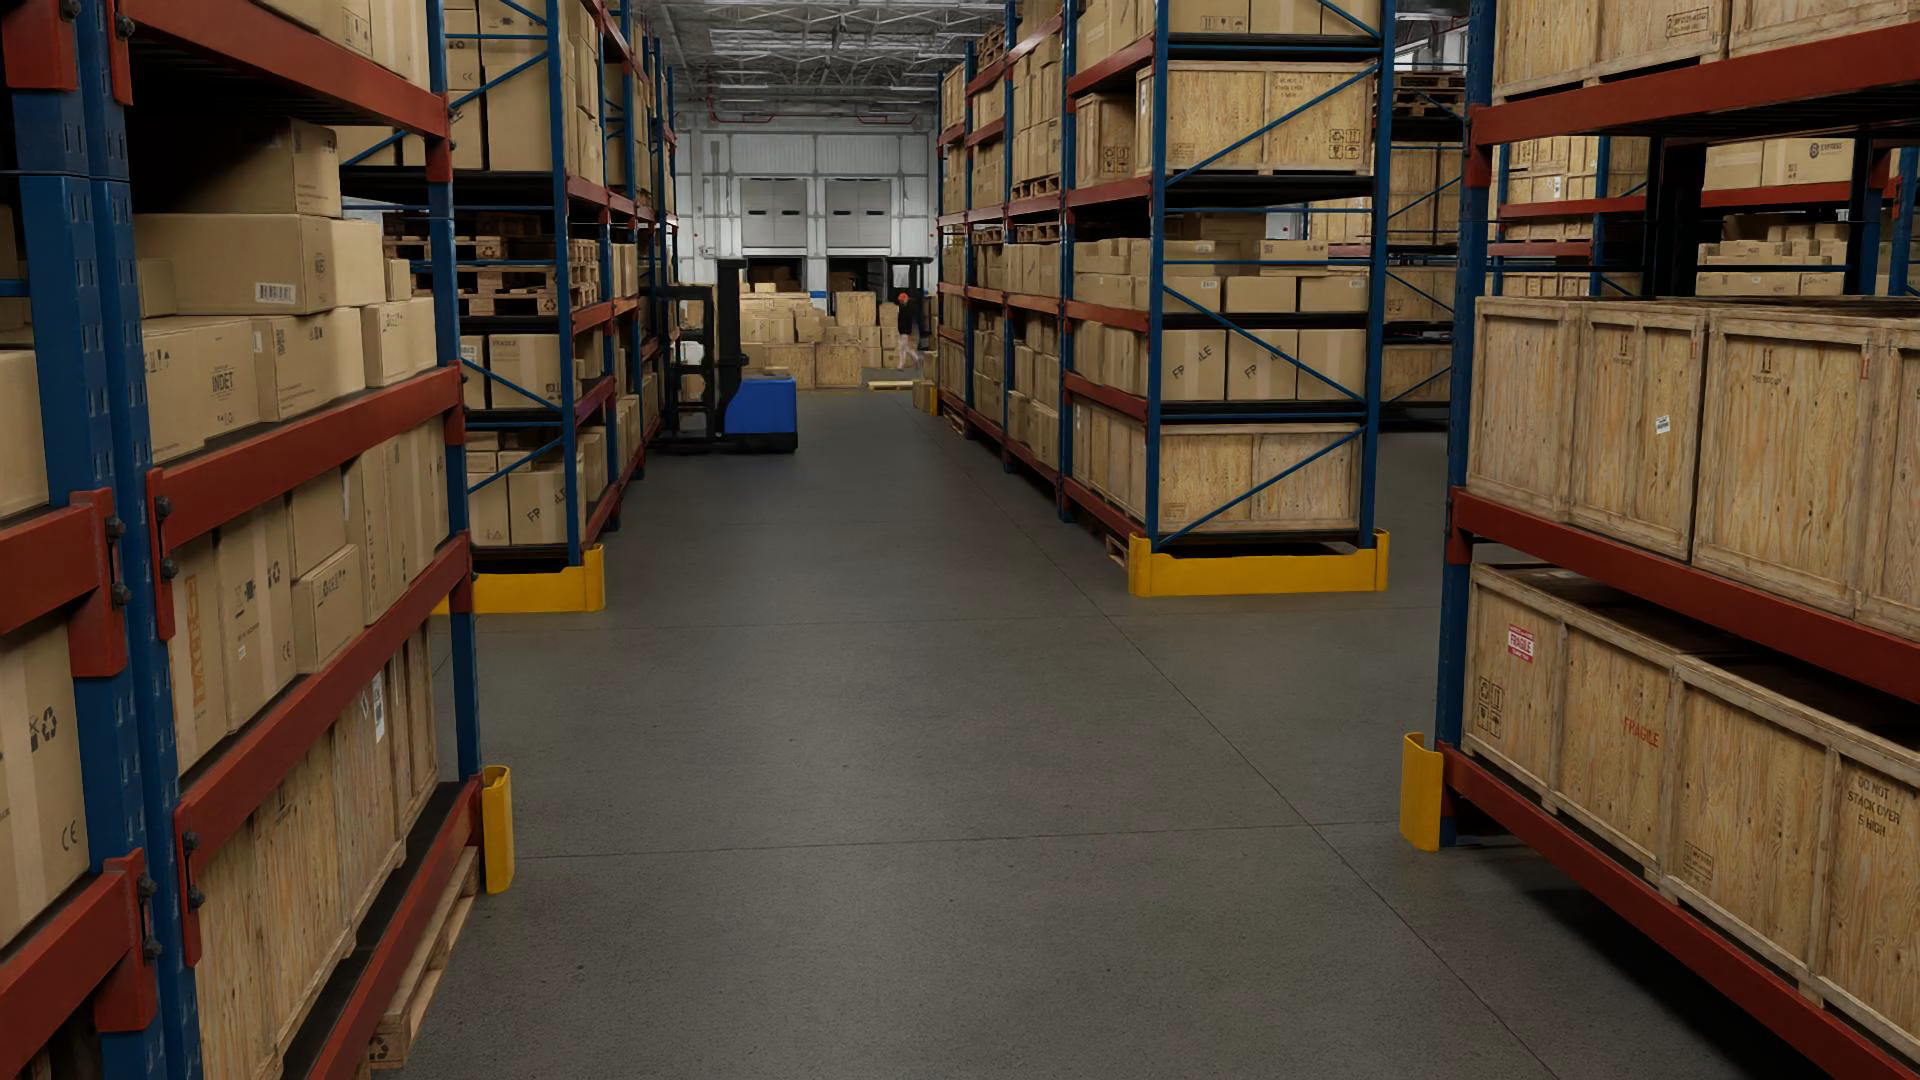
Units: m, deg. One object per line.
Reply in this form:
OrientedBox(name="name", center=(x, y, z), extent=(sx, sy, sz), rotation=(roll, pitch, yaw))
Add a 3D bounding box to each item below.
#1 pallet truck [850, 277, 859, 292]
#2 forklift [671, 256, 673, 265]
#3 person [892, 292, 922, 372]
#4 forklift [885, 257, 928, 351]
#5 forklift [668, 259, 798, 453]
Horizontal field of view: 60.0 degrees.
OrientedBox(name="pallet truck", center=(-3.782, -9.391, 65.808), extent=(1.885, 1.965, 0.823), rotation=(2, 10, 10))
OrientedBox(name="forklift", center=(-10.987, -9.066, 61.344), extent=(1.129, 2.768, 1.873), rotation=(-1, 10, -7))
OrientedBox(name="person", center=(-1.312, -5.113, 40.969), extent=(0.759, 1.975, 0.632), rotation=(-4, 11, -23))
OrientedBox(name="forklift", center=(-1.713, -6.905, 48.766), extent=(1.129, 2.768, 1.873), rotation=(5, 11, 26))
OrientedBox(name="forklift", center=(-3.347, -2.720, 24.402), extent=(1.873, 2.768, 1.129), rotation=(-1, 10, -7))
